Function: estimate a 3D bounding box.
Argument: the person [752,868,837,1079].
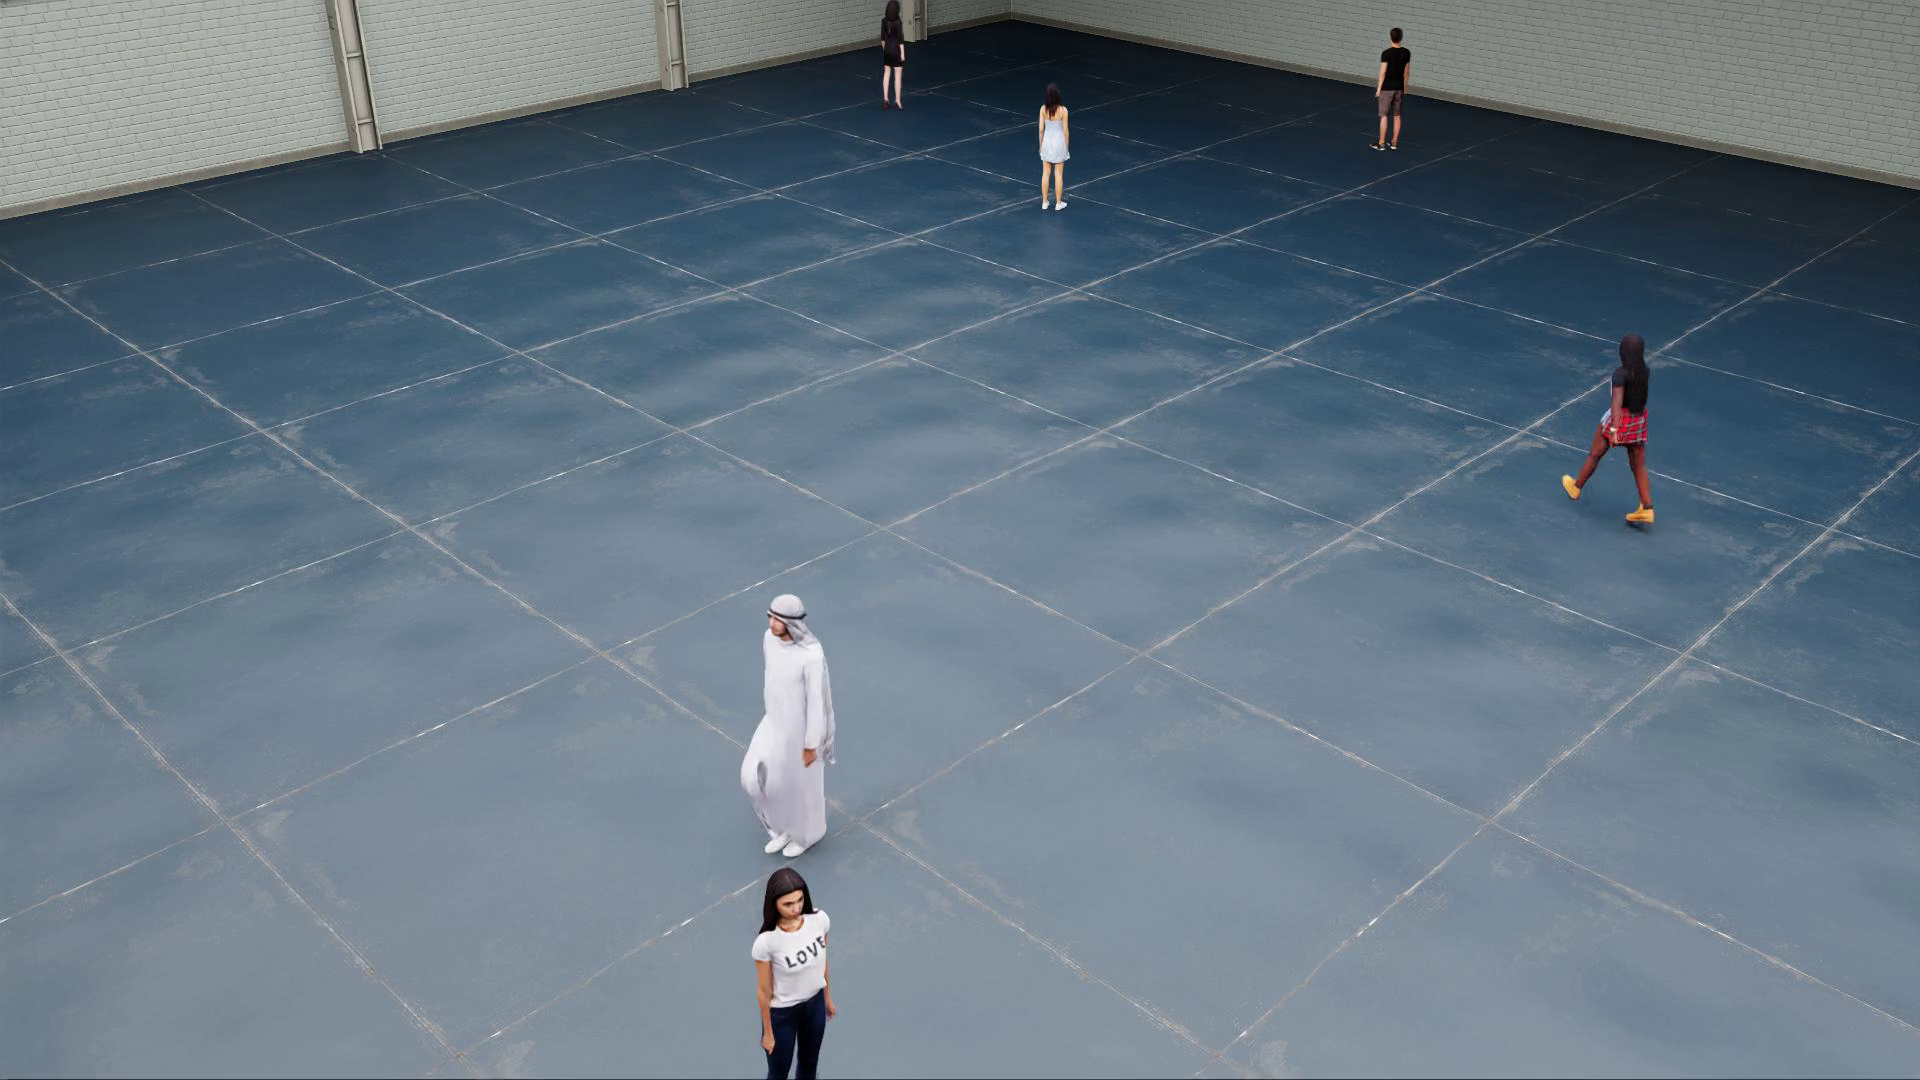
[{"bbox_3d":[-0.840,2.374,8.357,0.458,1.774,0.656,-23,36,-36],"label":"person"}]

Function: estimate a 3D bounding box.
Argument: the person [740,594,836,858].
[{"bbox_3d":[-0.981,1.144,10.516,0.719,1.914,0.783,23,36,36],"label":"person"}]

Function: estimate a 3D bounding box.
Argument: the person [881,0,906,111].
[{"bbox_3d":[-1.147,-8.244,28.264,0.624,1.802,0.529,21,34,34],"label":"person"}]

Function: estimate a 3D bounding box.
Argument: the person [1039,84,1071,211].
[{"bbox_3d":[1.296,-5.474,23.140,0.668,1.729,0.673,8,29,15],"label":"person"}]

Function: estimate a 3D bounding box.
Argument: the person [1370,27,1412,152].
[{"bbox_3d":[6.740,-7.037,25.936,0.708,1.861,0.823,-7,29,-12],"label":"person"}]

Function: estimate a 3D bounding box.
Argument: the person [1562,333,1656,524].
[{"bbox_3d":[5.933,-0.930,14.664,1.215,1.677,0.926,-17,33,-29],"label":"person"}]
